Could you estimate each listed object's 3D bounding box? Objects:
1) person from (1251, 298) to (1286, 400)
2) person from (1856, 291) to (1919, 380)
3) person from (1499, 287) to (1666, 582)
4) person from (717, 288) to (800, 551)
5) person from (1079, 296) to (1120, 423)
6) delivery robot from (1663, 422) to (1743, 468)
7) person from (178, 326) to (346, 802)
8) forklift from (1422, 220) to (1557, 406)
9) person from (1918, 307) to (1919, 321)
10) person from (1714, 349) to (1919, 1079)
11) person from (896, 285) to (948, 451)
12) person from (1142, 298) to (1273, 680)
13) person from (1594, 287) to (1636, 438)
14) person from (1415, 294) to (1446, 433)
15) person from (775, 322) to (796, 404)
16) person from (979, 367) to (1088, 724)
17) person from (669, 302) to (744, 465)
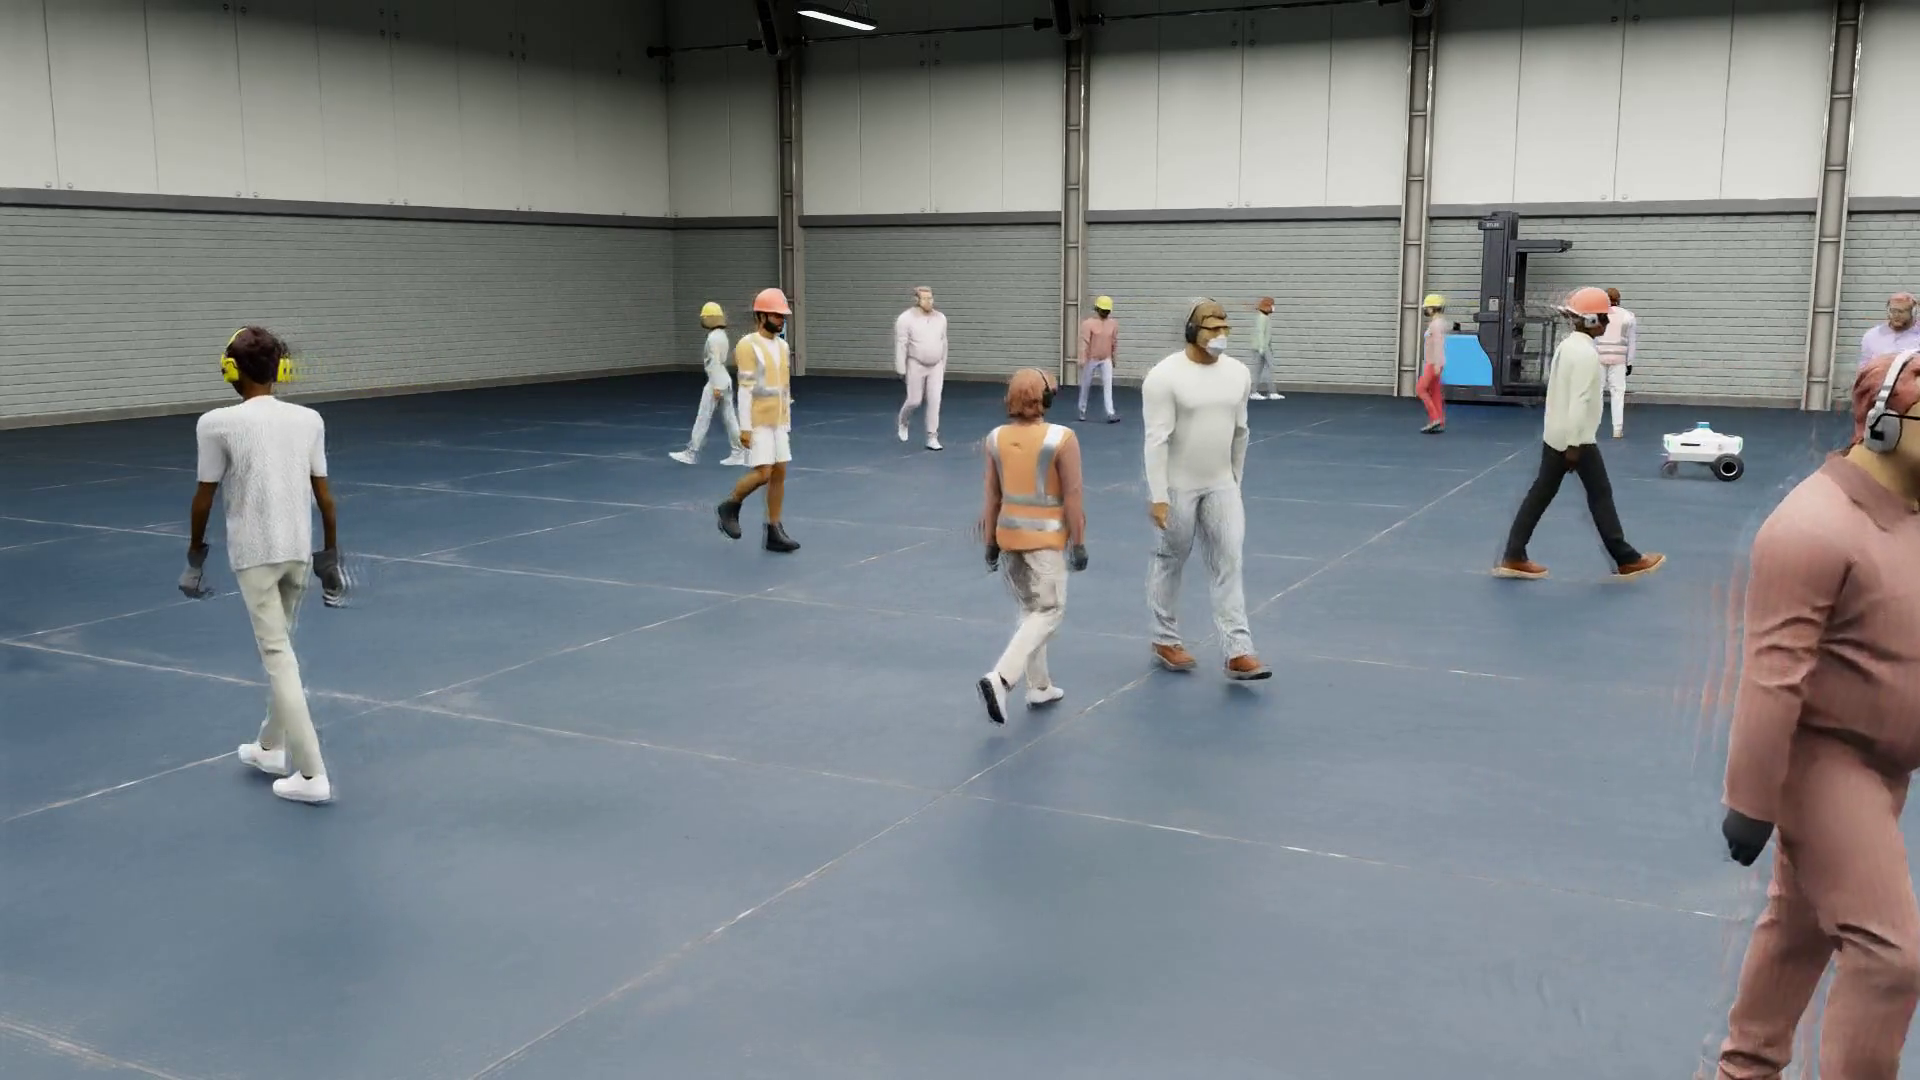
[{"bbox_3d":[4.934,-3.025,26.365,0.676,1.607,0.521,2,10,15],"label":"person"},{"bbox_3d":[7.969,-1.170,14.142,0.644,1.880,0.701,9,13,43],"label":"person"},{"bbox_3d":[4.116,-0.689,10.991,1.057,1.934,0.641,0,9,2],"label":"person"},{"bbox_3d":[-1.466,-0.883,12.224,0.569,1.921,0.573,6,11,33],"label":"person"},{"bbox_3d":[1.872,-2.443,22.519,0.568,1.700,0.946,-3,10,-19],"label":"person"},{"bbox_3d":[7.395,-0.931,16.574,0.707,0.478,0.477,3,10,19],"label":"delivery robot"},{"bbox_3d":[-2.776,0.087,6.542,0.841,1.833,0.492,6,11,34],"label":"person"},{"bbox_3d":[8.245,-3.527,25.720,1.873,2.768,1.129,5,10,27],"label":"forklift"},{"bbox_3d":[13.836,-2.725,23.504,0.400,1.949,0.605,-8,12,-40],"label":"person"},{"bbox_3d":[2.025,0.528,3.644,0.665,1.880,0.748,-8,12,-41],"label":"person"},{"bbox_3d":[-0.455,-2.005,19.277,0.649,1.886,0.715,-5,10,-26],"label":"person"},{"bbox_3d":[1.236,-0.235,8.268,0.656,1.901,0.935,-4,10,-22],"label":"person"},{"bbox_3d":[7.994,-2.193,20.556,0.624,1.844,0.430,3,10,17],"label":"person"},{"bbox_3d":[5.942,-2.222,21.004,0.430,1.748,0.538,2,9,14],"label":"person"},{"bbox_3d":[-2.858,-2.953,25.818,0.577,1.687,0.573,-7,11,-36],"label":"person"},{"bbox_3d":[0.297,0.019,7.596,0.514,1.611,0.696,8,12,41],"label":"person"},{"bbox_3d":[-2.666,-1.636,17.543,0.799,1.710,0.510,1,9,6],"label":"person"}]
